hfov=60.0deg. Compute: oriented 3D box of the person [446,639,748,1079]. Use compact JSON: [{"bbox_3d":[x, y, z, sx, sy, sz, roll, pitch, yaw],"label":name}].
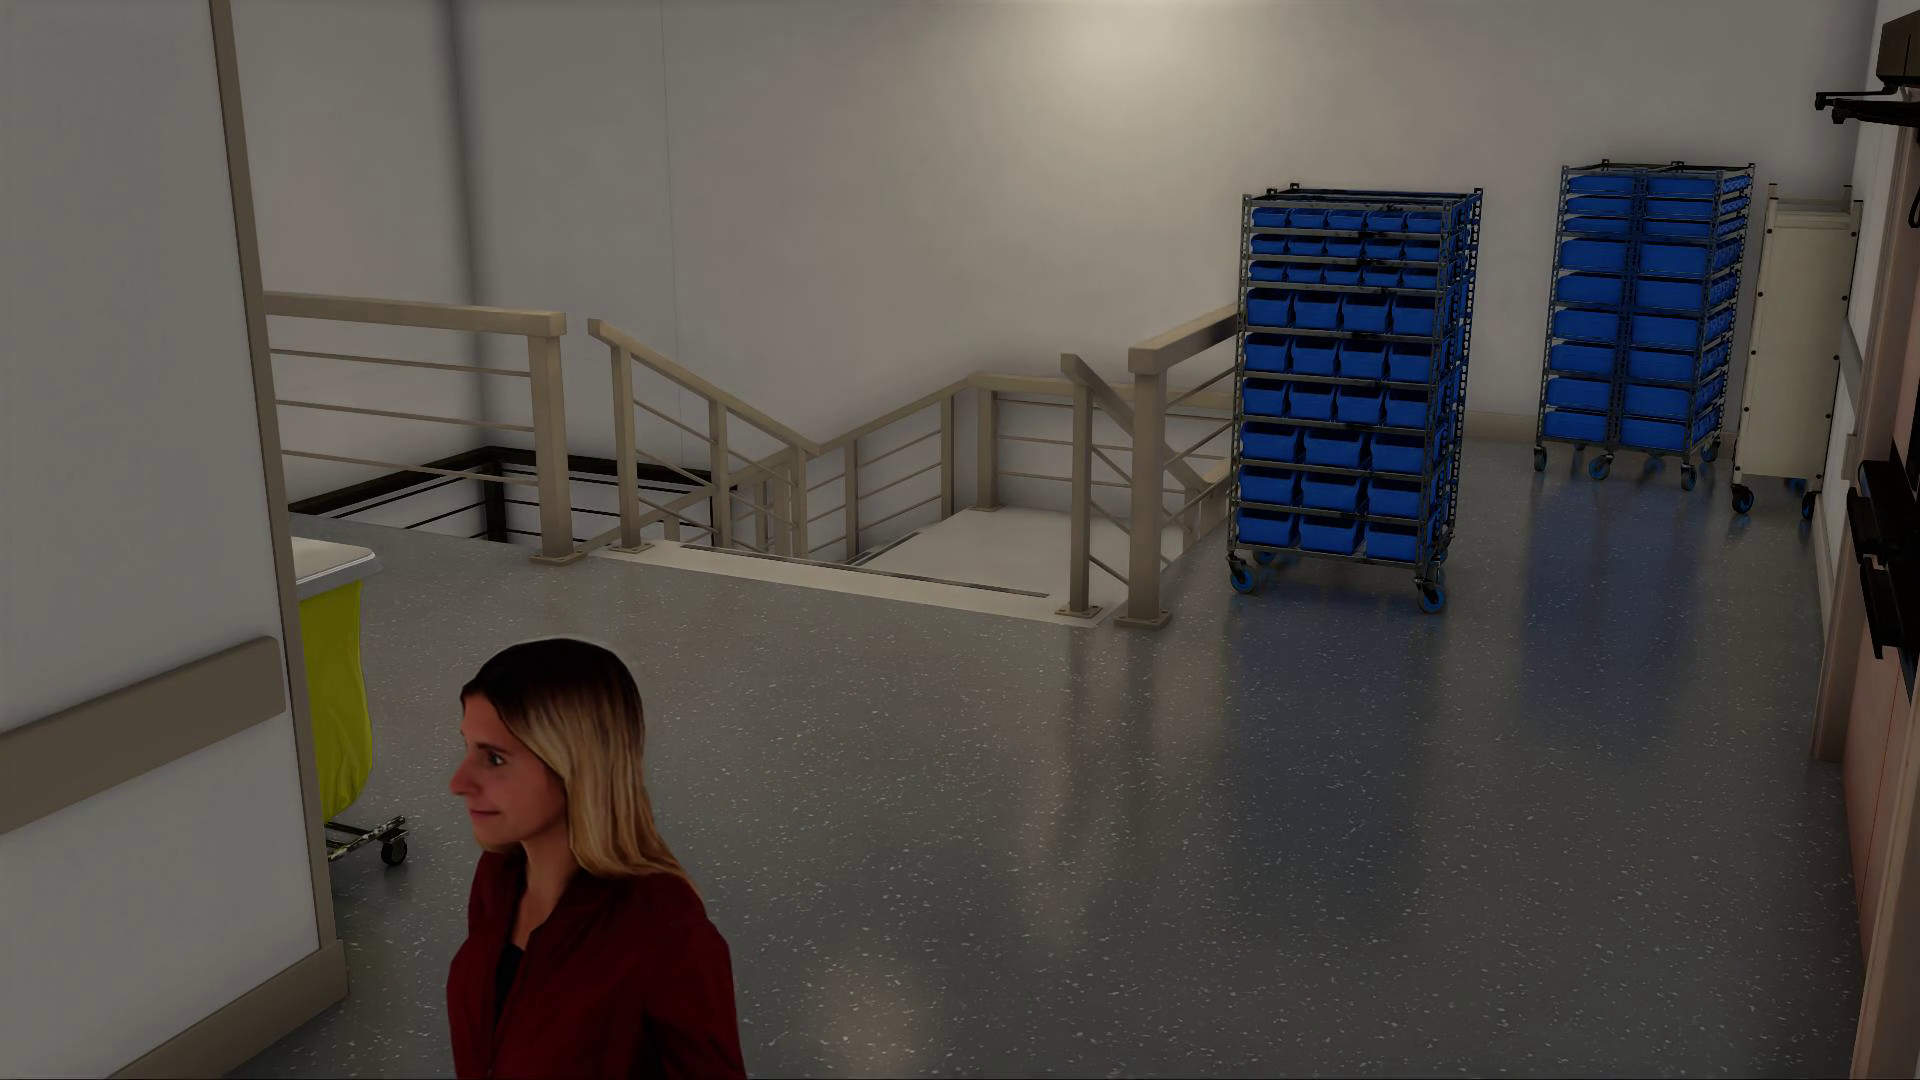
[{"bbox_3d":[-0.458,0.896,2.072,0.649,1.635,0.593,12,20,36],"label":"person"}]
